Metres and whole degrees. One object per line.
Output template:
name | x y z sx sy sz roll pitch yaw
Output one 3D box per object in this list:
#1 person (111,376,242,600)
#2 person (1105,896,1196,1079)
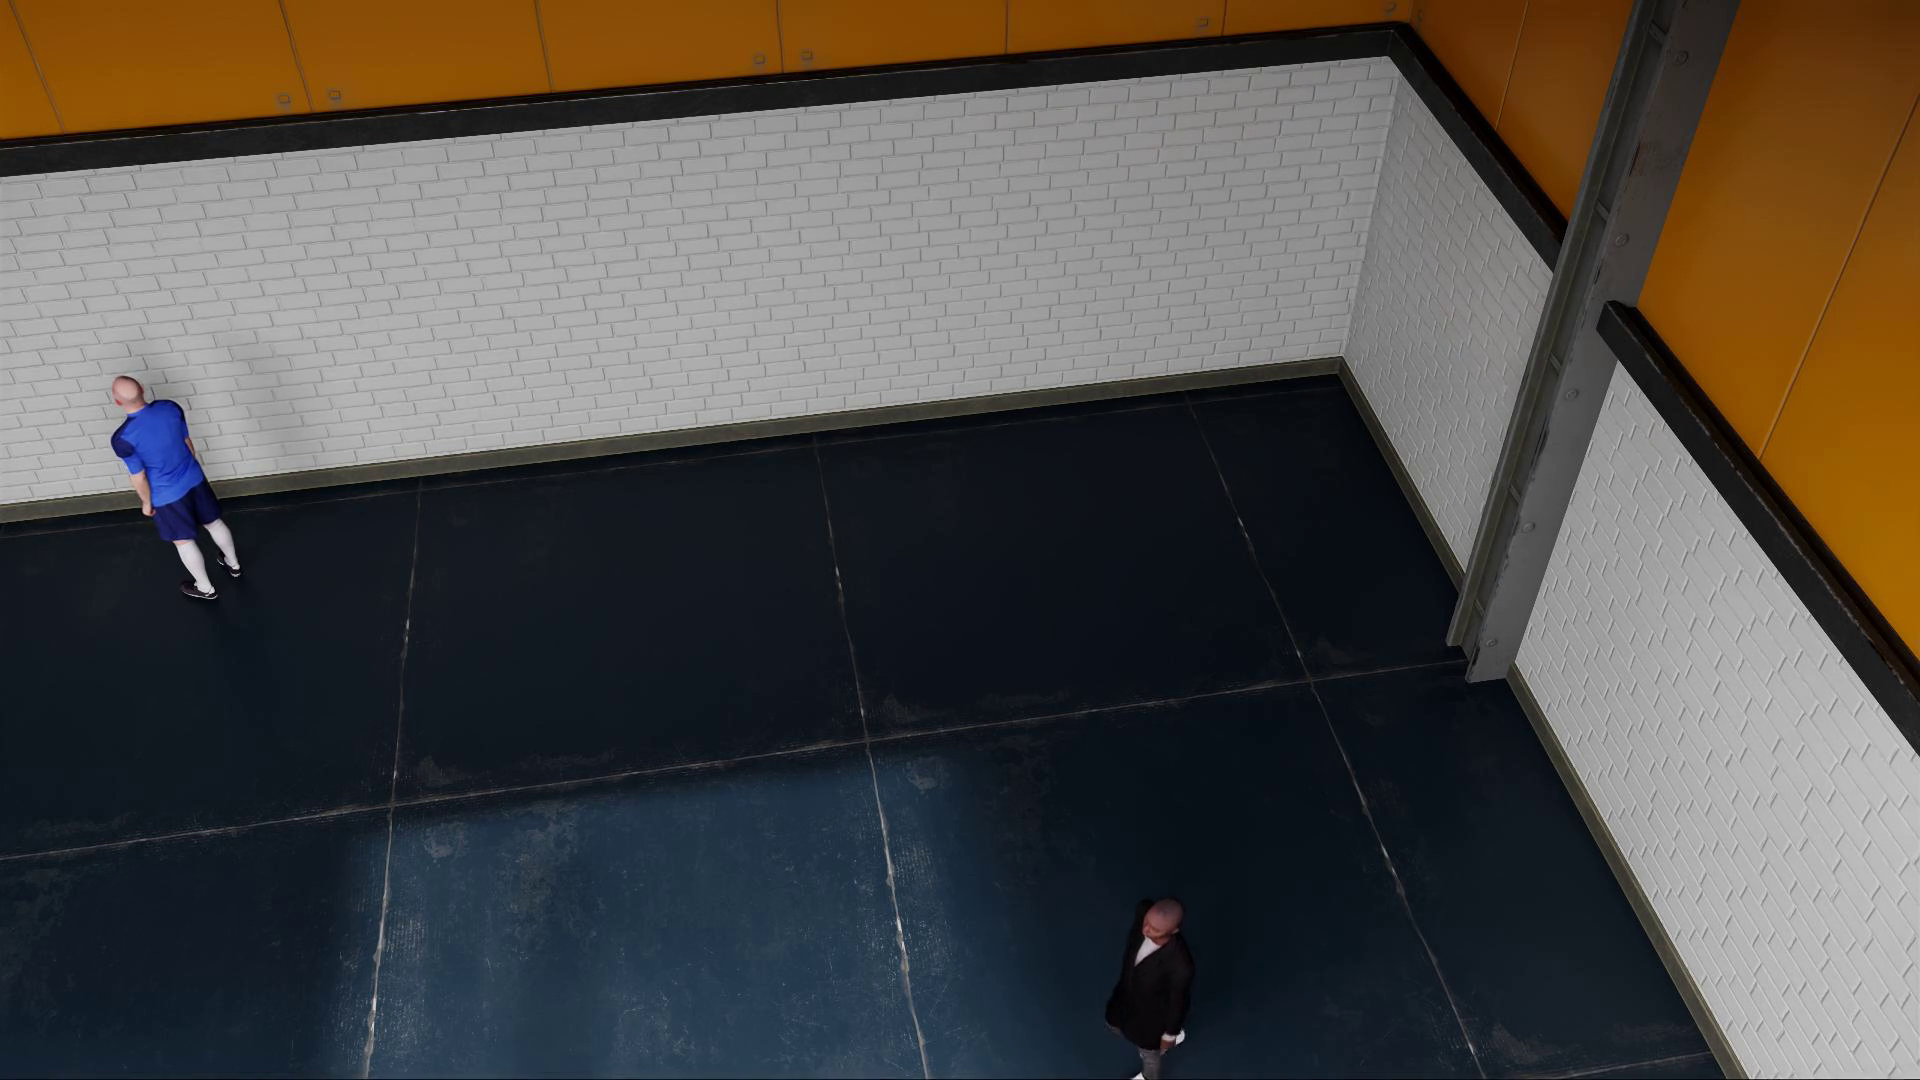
person | -5.289 -0.362 11.197 0.820 1.837 0.739 21 48 21
person | 1.059 2.297 8.471 0.822 1.748 0.758 -17 46 -17
